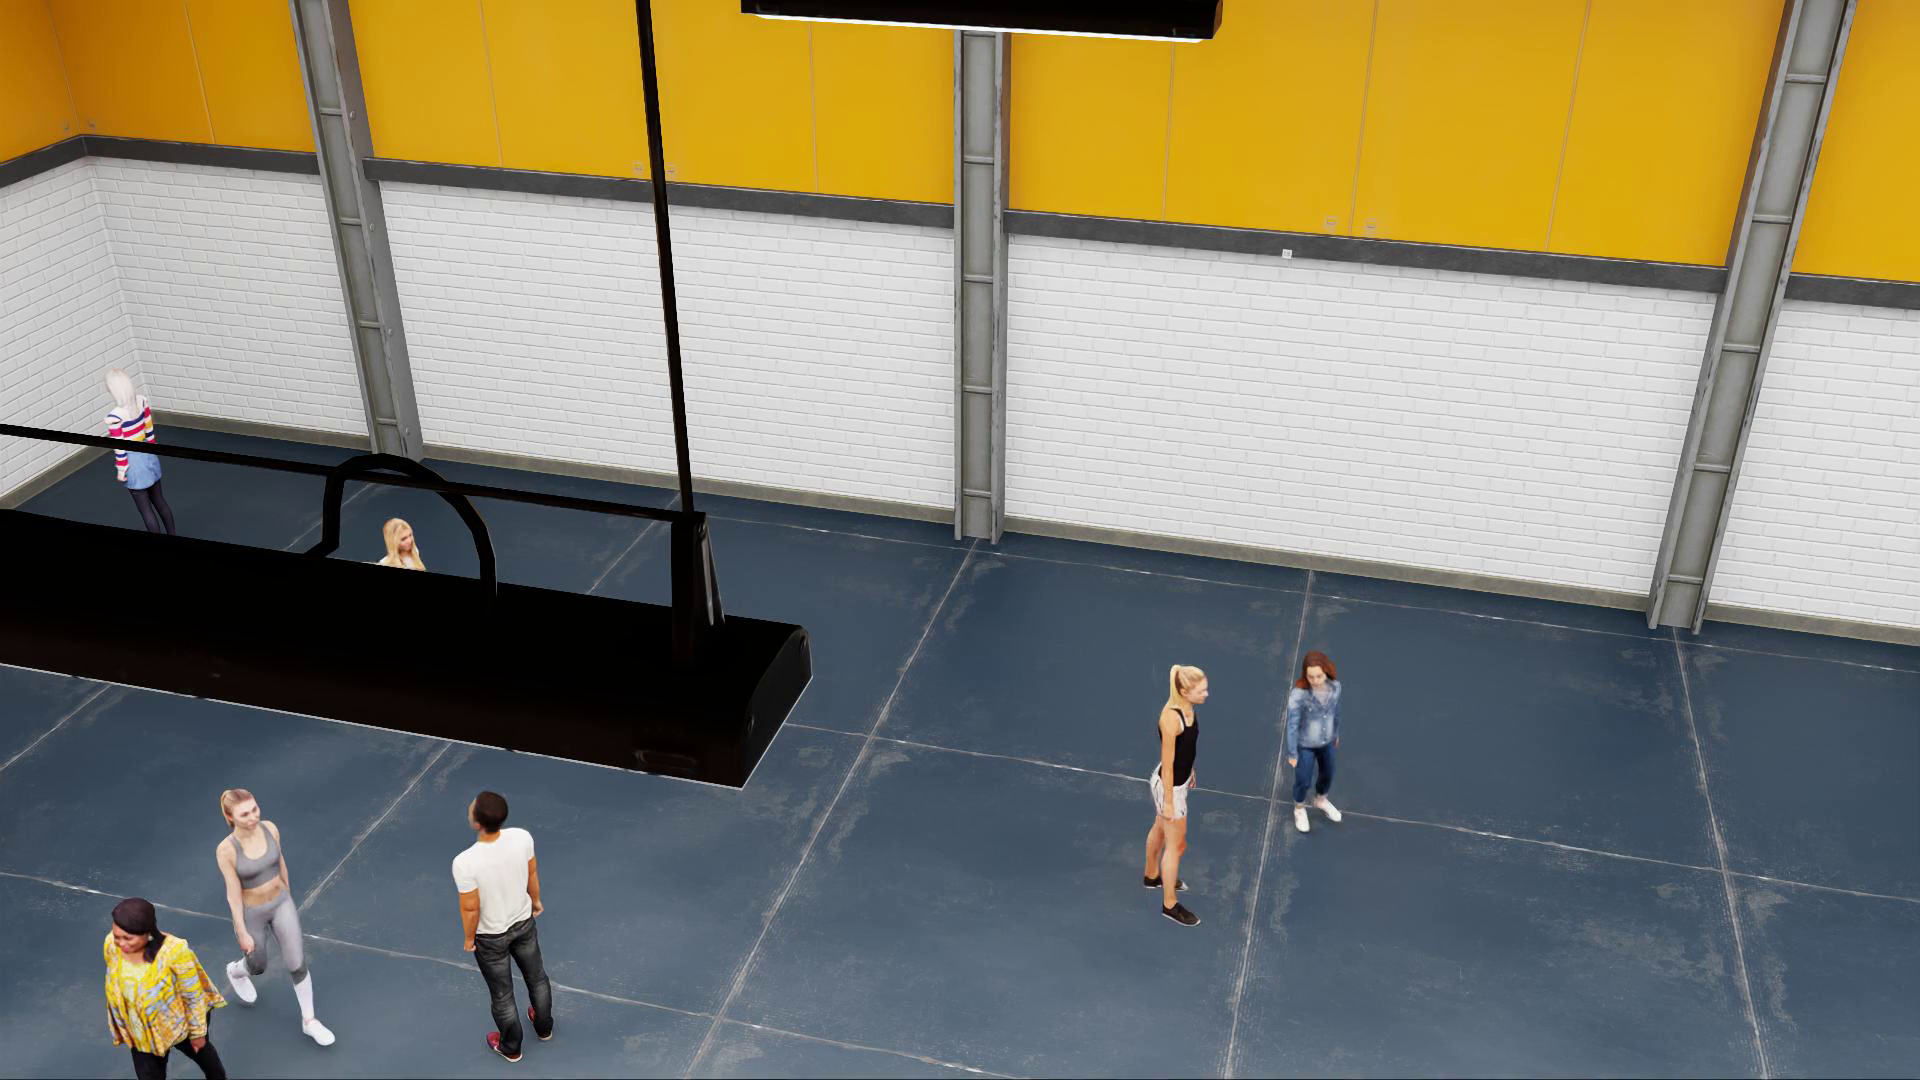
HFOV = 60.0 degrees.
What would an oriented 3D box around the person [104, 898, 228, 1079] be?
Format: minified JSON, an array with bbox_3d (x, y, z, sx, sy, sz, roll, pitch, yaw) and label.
[{"bbox_3d":[-4.192,2.522,8.893,1.000,1.620,0.885,1,29,2],"label":"person"}]

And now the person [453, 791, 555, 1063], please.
[{"bbox_3d":[-2.575,2.160,9.376,0.709,1.804,0.719,25,38,38],"label":"person"}]

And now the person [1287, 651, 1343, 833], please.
[{"bbox_3d":[2.384,1.338,11.239,0.683,1.453,0.779,-20,34,-32],"label":"person"}]

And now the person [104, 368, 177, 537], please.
[{"bbox_3d":[-7.170,-0.669,14.544,0.518,1.811,0.656,6,29,11],"label":"person"}]

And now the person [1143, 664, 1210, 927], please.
[{"bbox_3d":[1.317,1.525,10.494,0.703,1.838,0.655,8,30,15],"label":"person"}]

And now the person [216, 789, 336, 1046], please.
[{"bbox_3d":[-4.052,2.129,9.550,1.158,1.681,0.849,19,34,31],"label":"person"}]

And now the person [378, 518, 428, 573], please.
[{"bbox_3d":[-4.110,0.646,12.169,1.183,1.777,0.707,10,30,18],"label":"person"}]
